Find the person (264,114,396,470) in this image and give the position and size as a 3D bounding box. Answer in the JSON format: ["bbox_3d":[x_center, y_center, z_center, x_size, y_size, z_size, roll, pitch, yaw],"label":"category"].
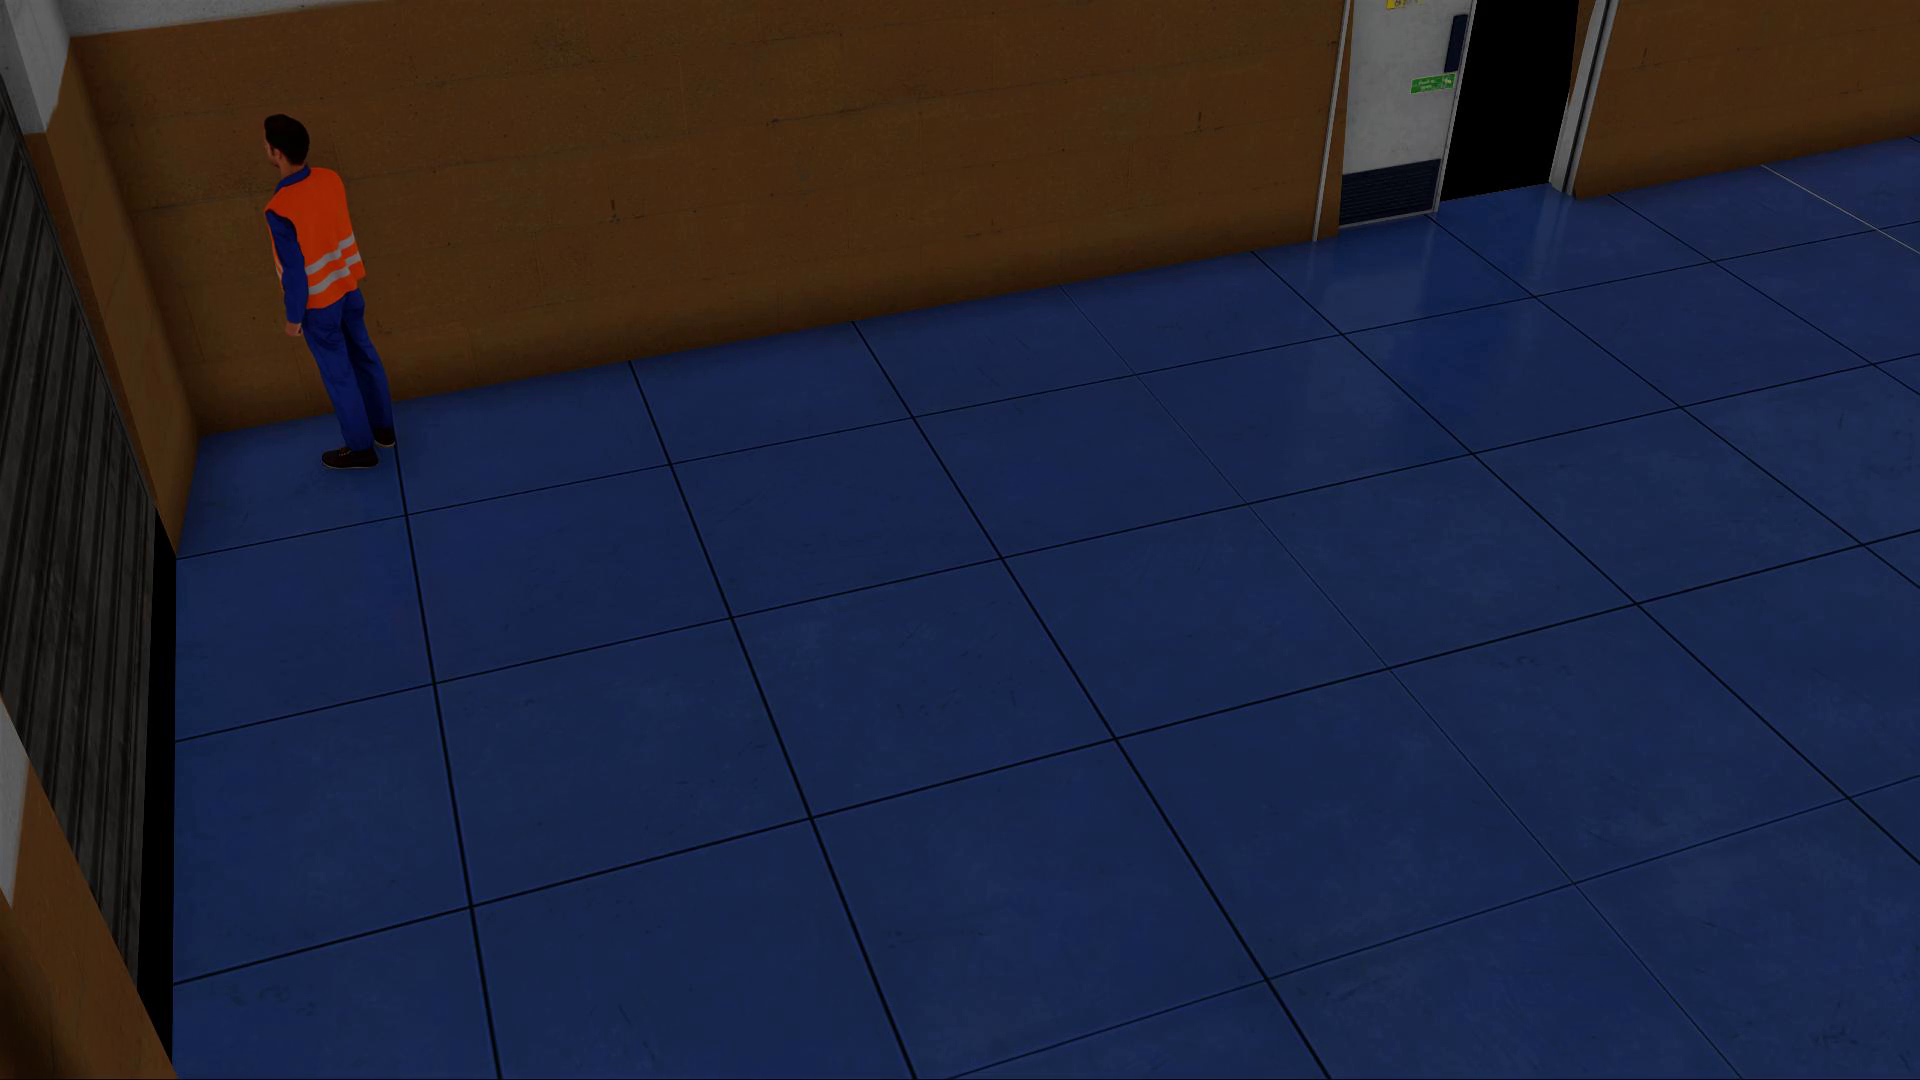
[{"bbox_3d":[-3.124,-1.203,8.199,0.845,1.864,0.745,9,38,11],"label":"person"}]
